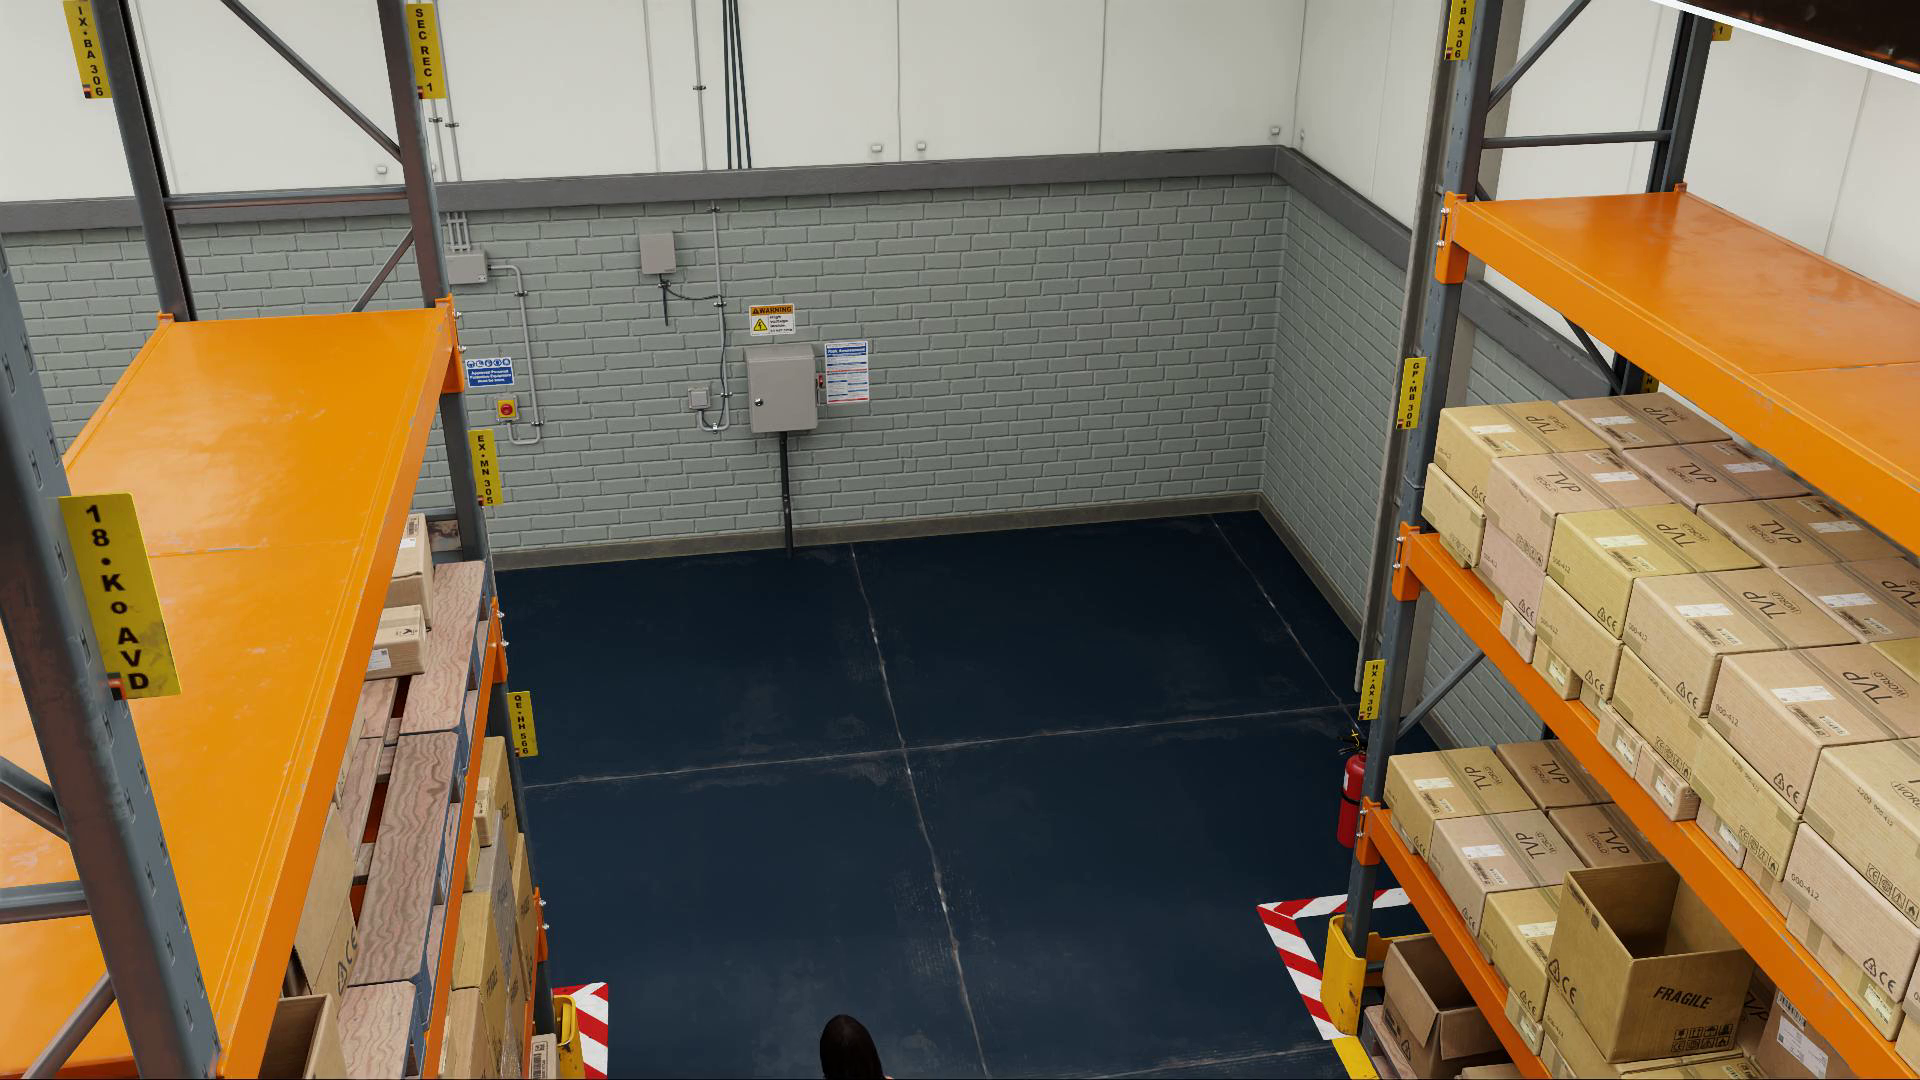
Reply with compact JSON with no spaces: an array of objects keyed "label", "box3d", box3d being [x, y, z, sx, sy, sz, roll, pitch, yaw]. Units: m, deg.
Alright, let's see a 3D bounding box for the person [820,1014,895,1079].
[{"label":"person","box3d":[-0.386,2.609,6.569,0.604,1.638,0.666,-9,29,-17]}]
